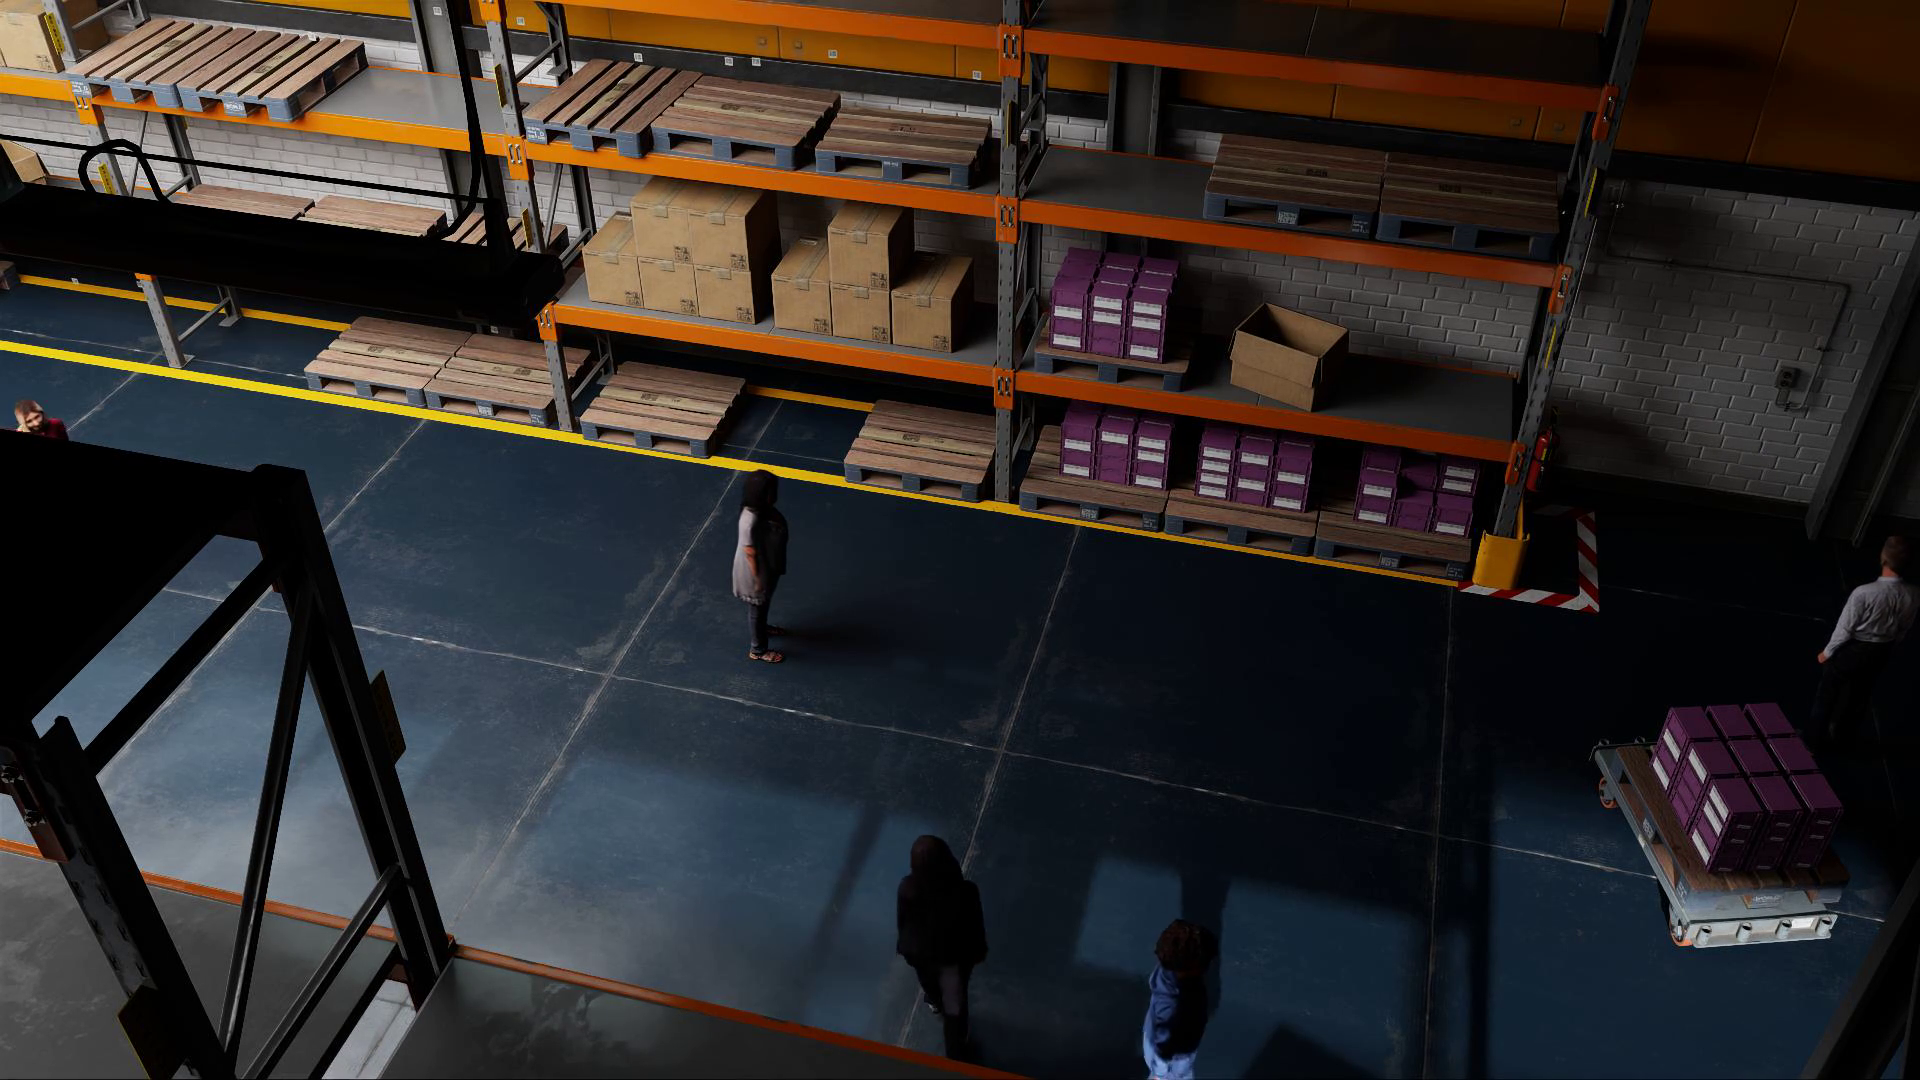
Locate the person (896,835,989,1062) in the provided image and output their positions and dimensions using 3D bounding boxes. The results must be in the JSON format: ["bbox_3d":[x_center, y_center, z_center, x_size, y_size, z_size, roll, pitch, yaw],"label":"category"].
[{"bbox_3d":[-0.144,2.355,9.391,0.874,1.574,0.853,5,39,6],"label":"person"}]

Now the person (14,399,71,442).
[{"bbox_3d":[-7.079,-0.450,12.901,1.189,1.575,0.759,13,40,16],"label":"person"}]

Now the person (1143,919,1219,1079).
[{"bbox_3d":[1.049,2.643,8.853,0.670,1.795,0.677,8,39,10],"label":"person"}]

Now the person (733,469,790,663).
[{"bbox_3d":[-1.470,0.156,12.114,0.742,1.612,0.710,-1,39,-1],"label":"person"}]

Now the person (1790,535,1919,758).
[{"bbox_3d":[6.085,0.734,11.227,0.611,1.815,0.774,-2,39,-2],"label":"person"}]
